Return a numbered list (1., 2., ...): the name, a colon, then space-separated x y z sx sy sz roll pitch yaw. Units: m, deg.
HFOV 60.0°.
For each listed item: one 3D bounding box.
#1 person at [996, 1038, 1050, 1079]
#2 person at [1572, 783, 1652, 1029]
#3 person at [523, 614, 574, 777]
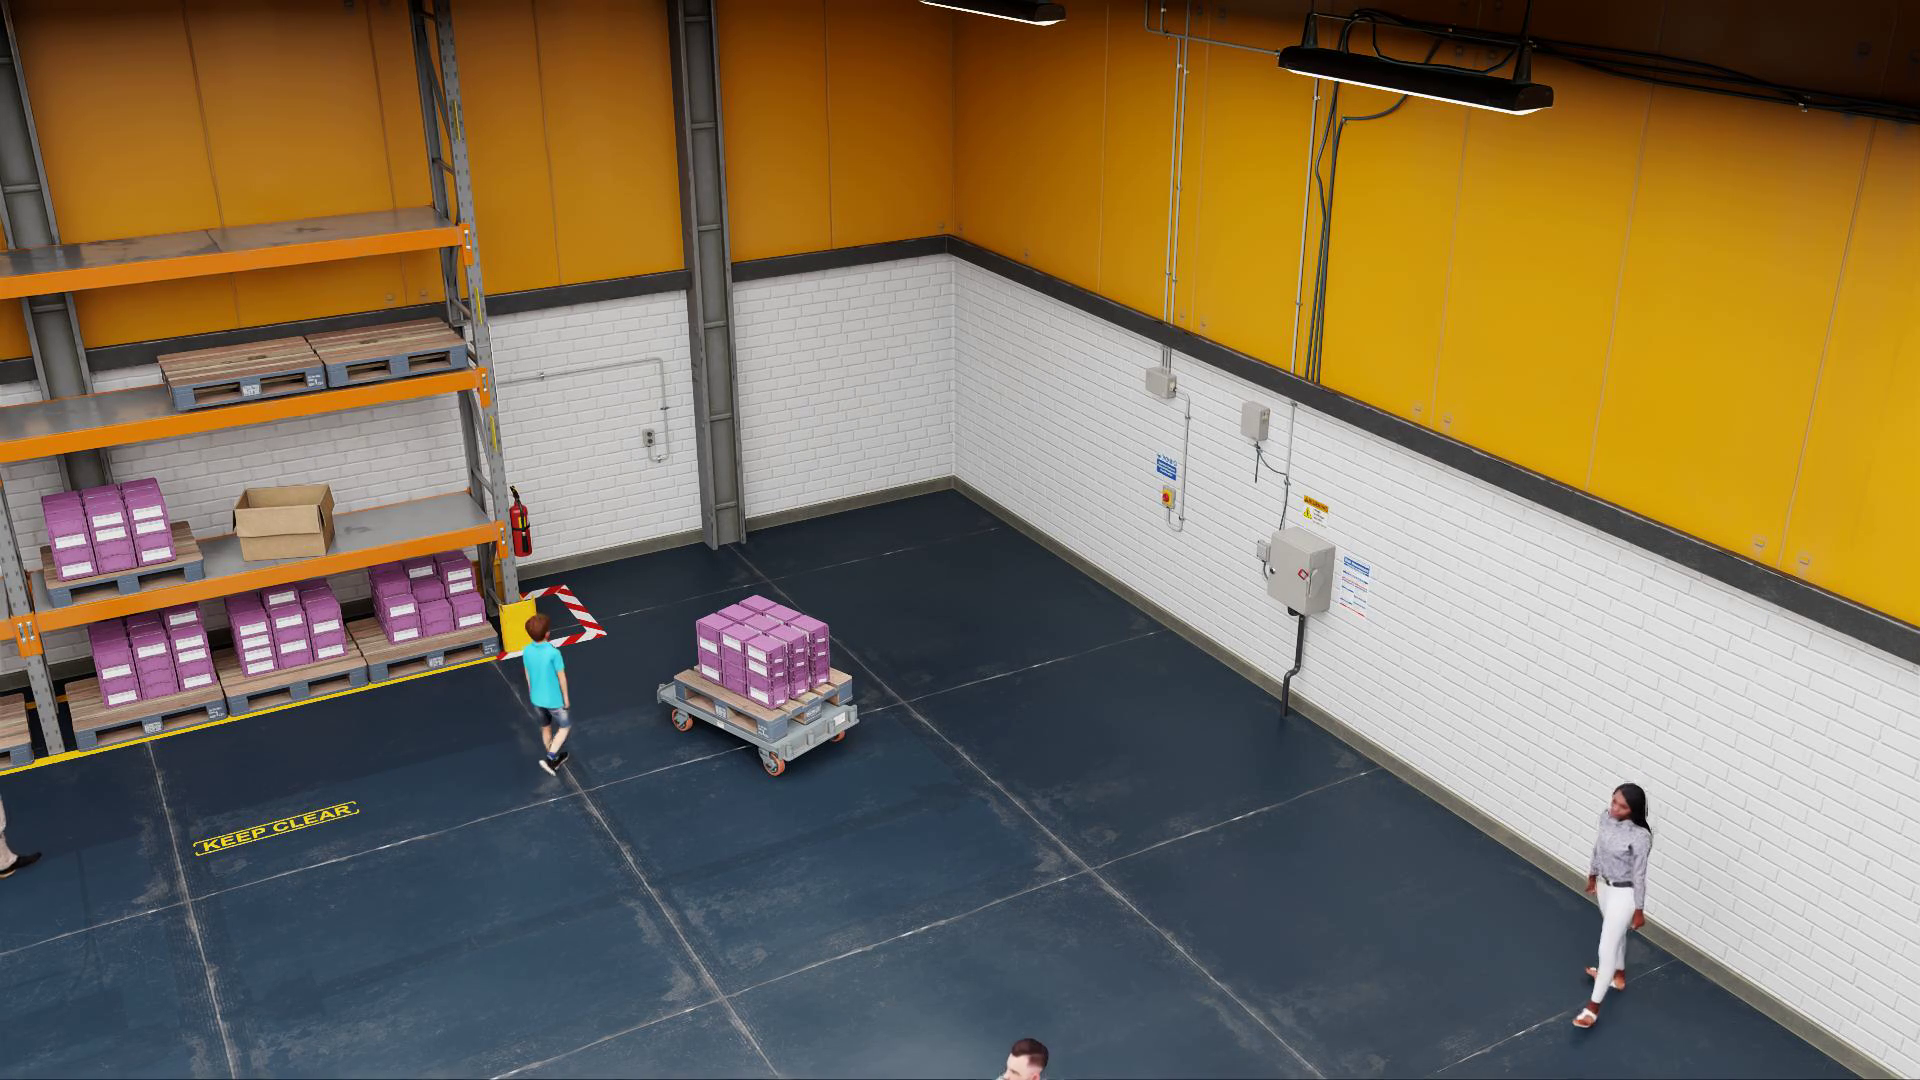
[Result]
1. person: 0.406 3.294 8.572 0.660 1.829 0.667 -13 27 -28
2. person: 4.347 2.324 10.948 0.961 1.703 0.905 -2 24 -5
3. person: -3.407 1.292 13.632 0.753 1.444 0.821 7 25 16
